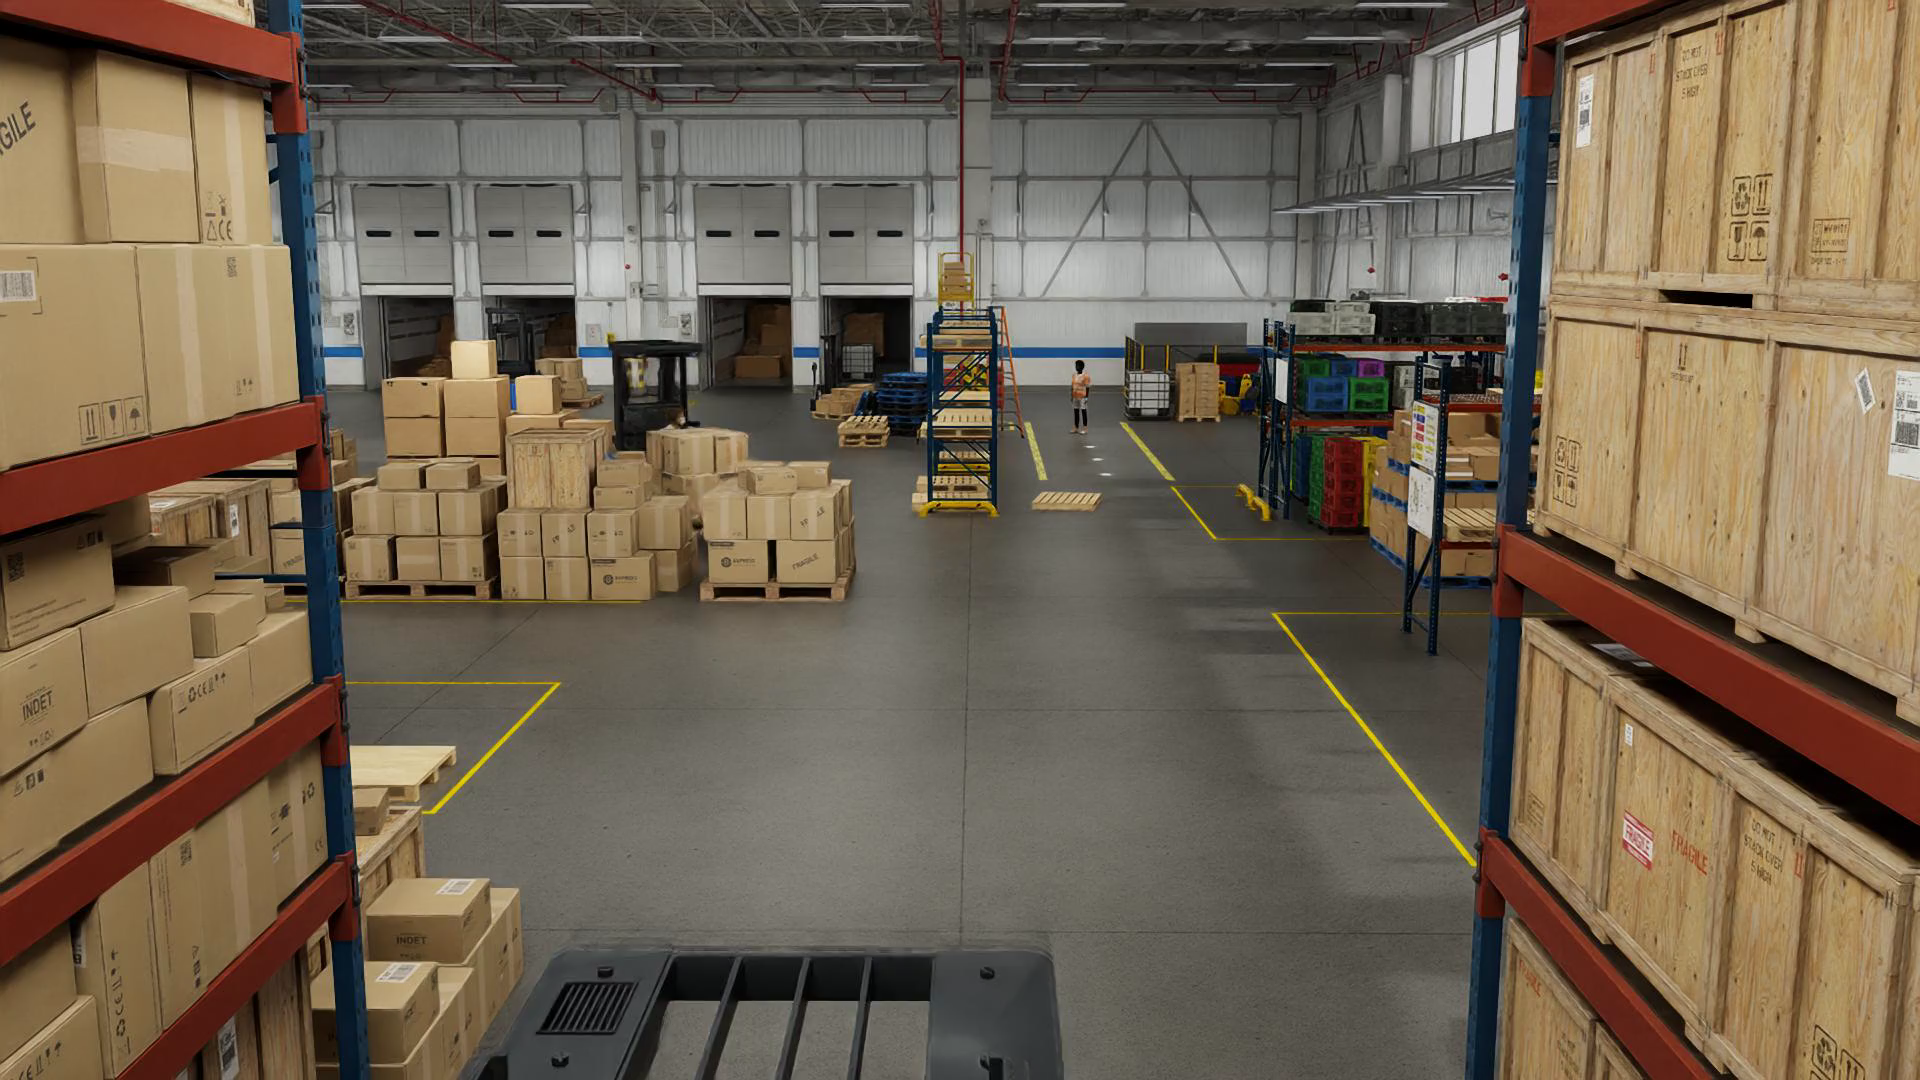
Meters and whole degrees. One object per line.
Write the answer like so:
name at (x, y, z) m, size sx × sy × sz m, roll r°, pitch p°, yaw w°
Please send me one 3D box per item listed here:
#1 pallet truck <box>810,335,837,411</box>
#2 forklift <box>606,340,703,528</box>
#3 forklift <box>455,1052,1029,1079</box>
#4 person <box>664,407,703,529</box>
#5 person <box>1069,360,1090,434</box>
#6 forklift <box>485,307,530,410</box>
pallet truck at (-3.021, -4.312, 43.126) m, size 1.885 × 1.965 × 0.823 m, roll 3°, pitch 10°, yaw 17°
forklift at (-4.729, -1.598, 24.923) m, size 1.129 × 2.768 × 1.873 m, roll -6°, pitch 12°, yaw -33°
forklift at (-0.351, 2.235, 2.805) m, size 1.129 × 2.768 × 1.873 m, roll 0°, pitch 10°, yaw 1°
person at (-4.203, -1.018, 24.465) m, size 1.037 × 1.887 × 0.649 m, roll 1°, pitch 10°, yaw 8°
person at (2.729, -3.251, 37.870) m, size 0.321 × 1.697 × 0.530 m, roll -9°, pitch 13°, yaw -42°
forklift at (-10.754, -4.150, 39.646) m, size 1.129 × 2.768 × 1.873 m, roll 0°, pitch 10°, yaw 1°
